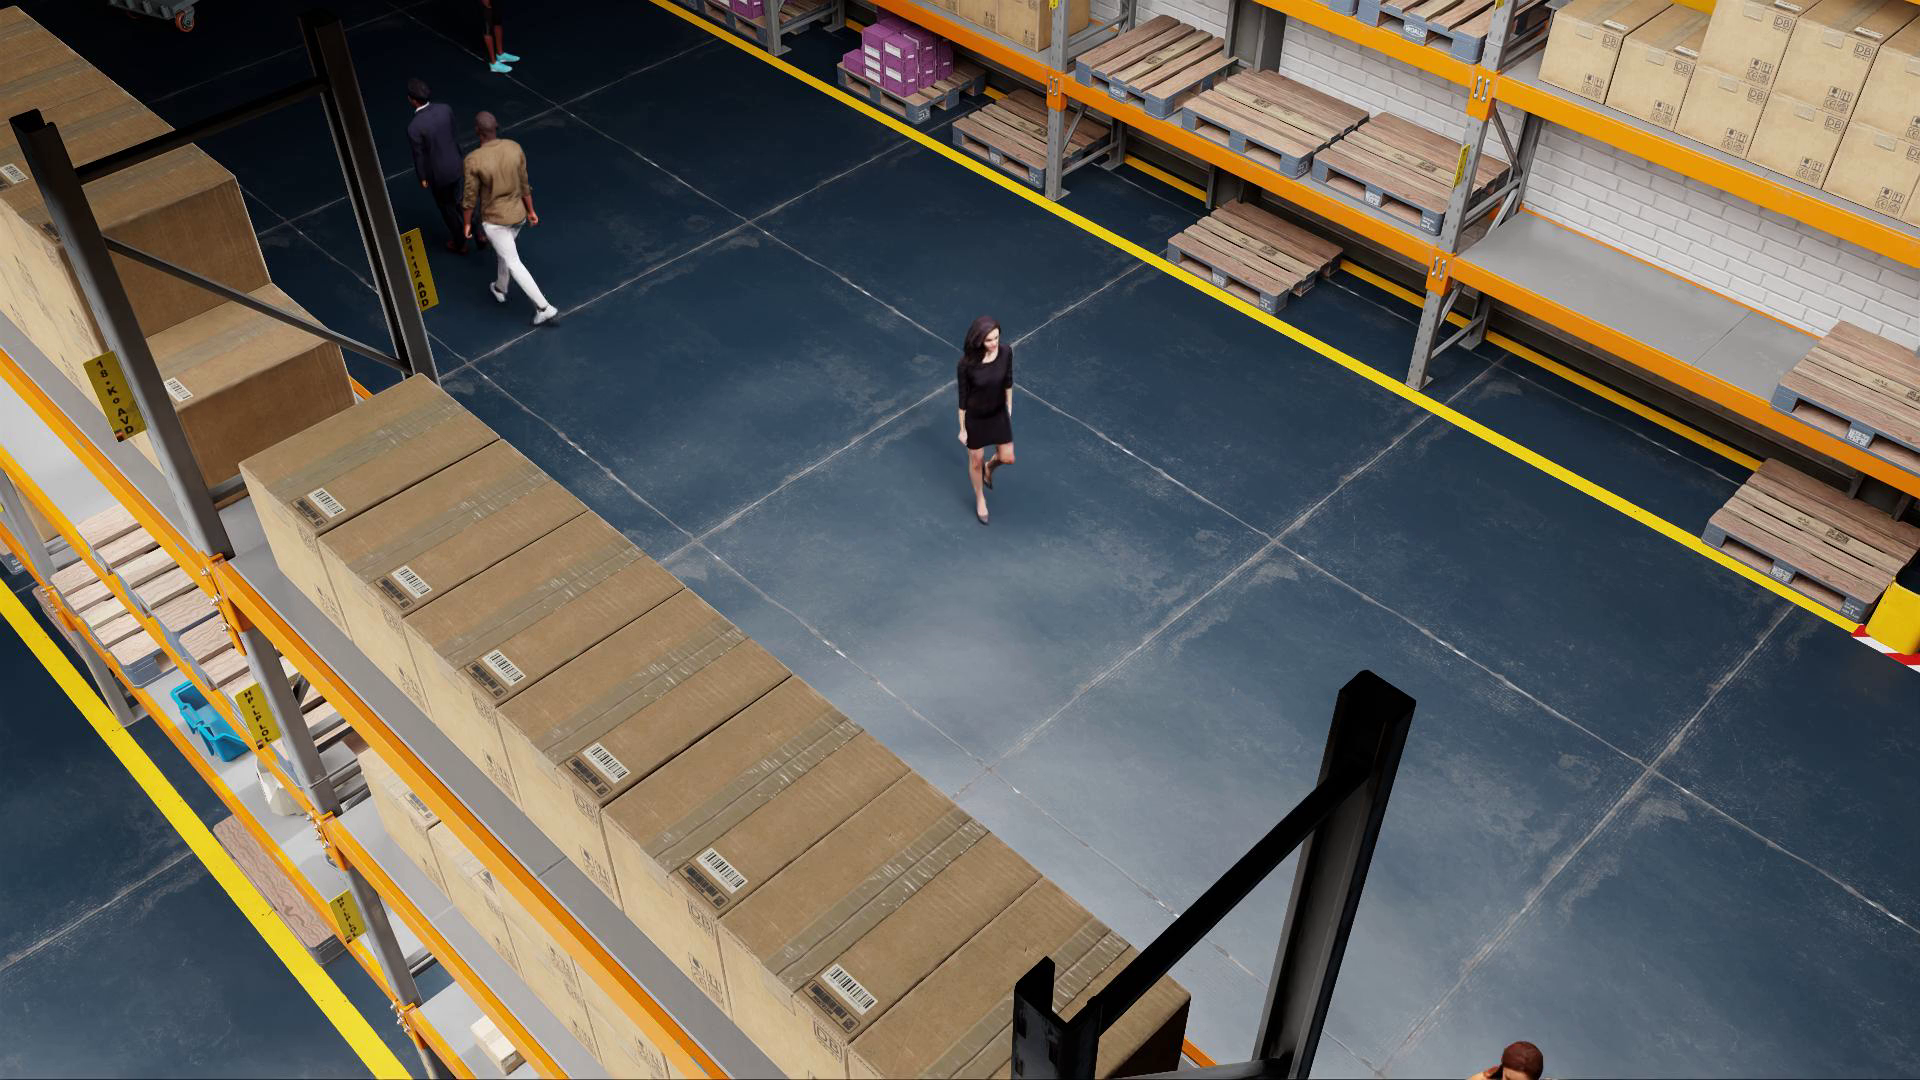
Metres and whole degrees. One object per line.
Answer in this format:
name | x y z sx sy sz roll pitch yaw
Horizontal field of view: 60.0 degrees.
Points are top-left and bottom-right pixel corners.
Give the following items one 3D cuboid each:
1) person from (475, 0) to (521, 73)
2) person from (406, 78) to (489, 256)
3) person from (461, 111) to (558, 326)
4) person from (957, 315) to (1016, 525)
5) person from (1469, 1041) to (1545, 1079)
person | -4.814 -5.598 16.830 0.702 1.725 0.660 12 45 12
person | -4.376 -3.141 14.260 0.825 1.711 0.718 27 50 26
person | -3.688 -2.599 13.629 1.126 1.797 0.825 28 50 26
person | 0.142 -0.896 11.848 0.737 1.788 0.804 -15 46 -16
person | 2.549 2.837 7.912 0.903 1.813 0.859 16 46 16
